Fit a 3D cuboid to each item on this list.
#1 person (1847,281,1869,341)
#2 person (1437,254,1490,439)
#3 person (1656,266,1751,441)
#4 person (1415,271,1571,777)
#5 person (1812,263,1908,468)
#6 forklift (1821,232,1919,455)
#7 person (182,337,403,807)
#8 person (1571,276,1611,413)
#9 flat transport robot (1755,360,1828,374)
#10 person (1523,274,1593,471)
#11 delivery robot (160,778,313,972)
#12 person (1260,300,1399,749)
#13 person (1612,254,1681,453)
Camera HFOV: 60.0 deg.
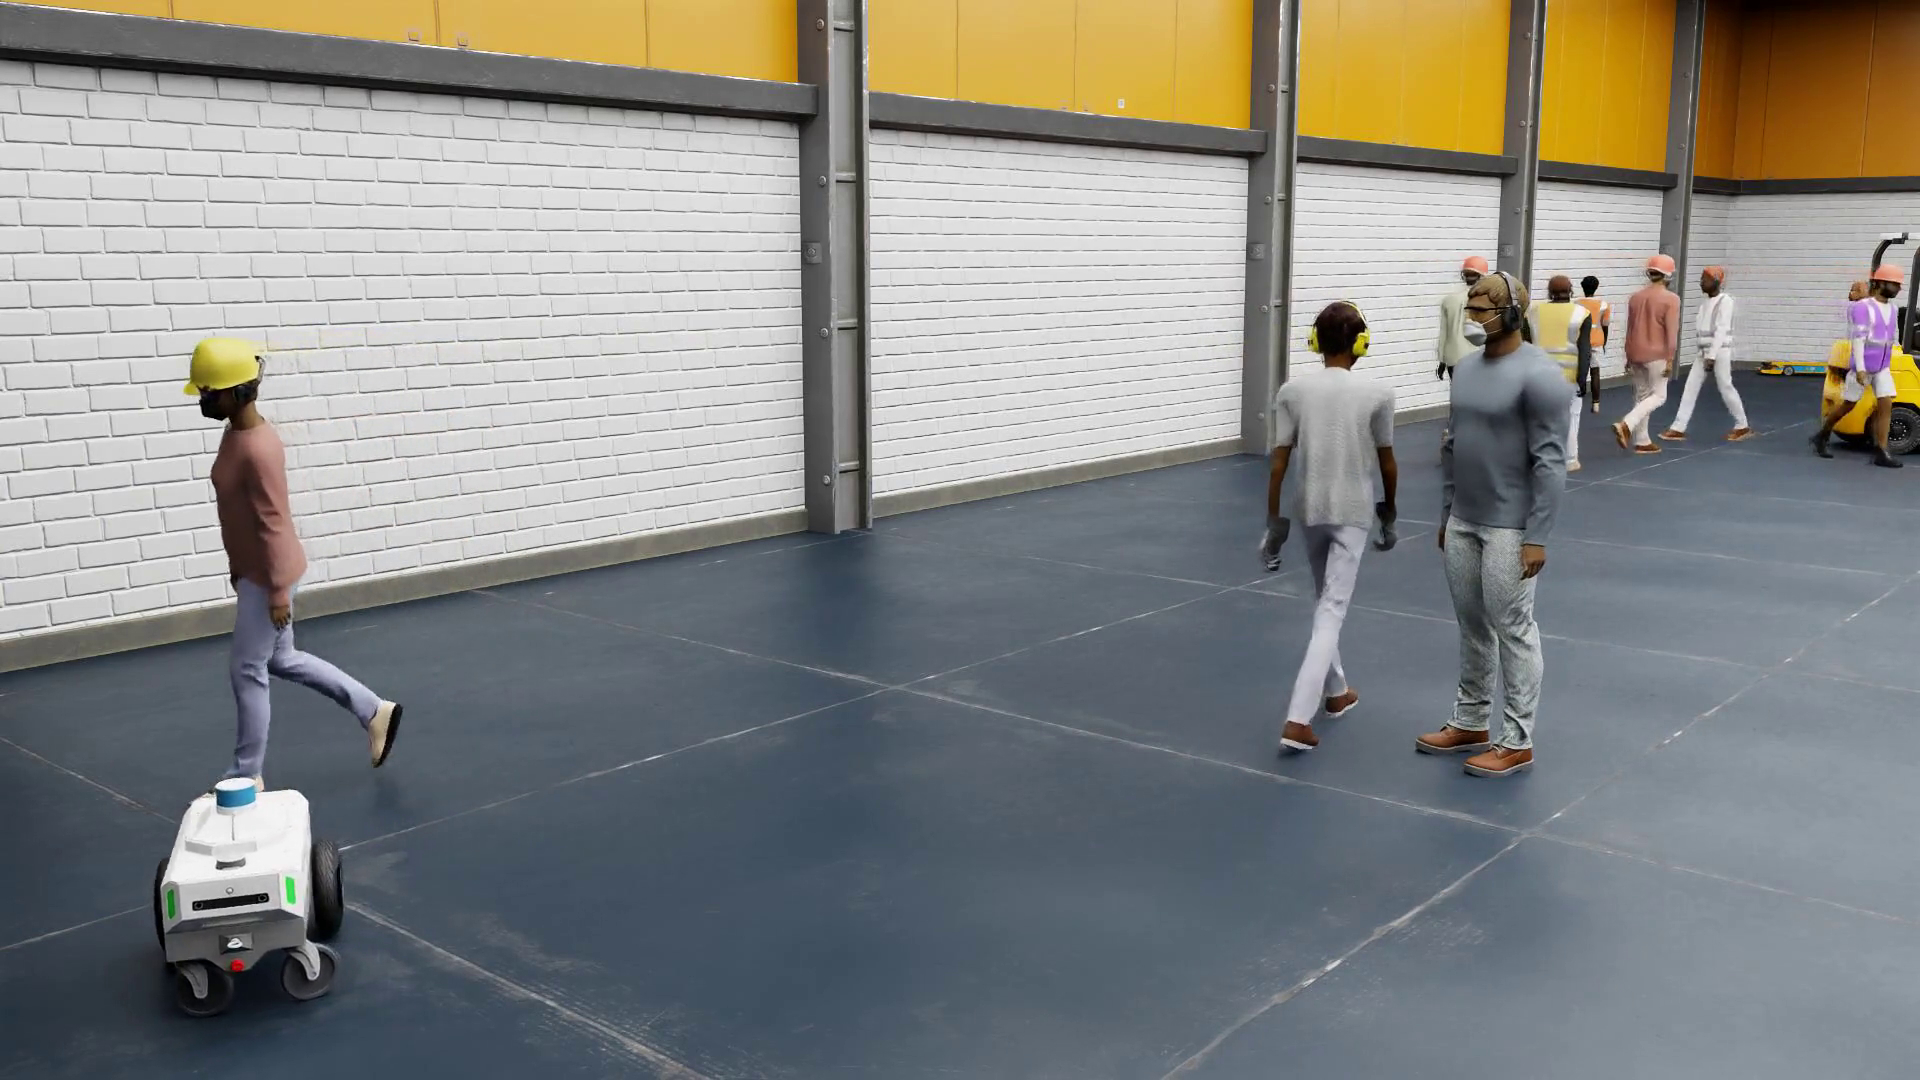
[{"bbox_3d":[10.751,-2.277,19.926,0.501,1.633,0.286,-7,12,-36],"label":"person"},{"bbox_3d":[4.764,-1.701,15.712,0.743,1.975,0.625,-10,14,-44],"label":"person"},{"bbox_3d":[7.910,-1.941,17.449,0.977,1.844,0.594,-1,10,-7],"label":"person"},{"bbox_3d":[2.066,-0.059,6.429,0.355,1.938,0.634,-3,10,-18],"label":"person"},{"bbox_3d":[8.541,-1.660,15.690,0.556,1.895,0.970,-3,10,-15],"label":"person"},{"bbox_3d":[9.955,-1.972,16.595,2.313,2.155,1.214,1,10,8],"label":"forklift"},{"bbox_3d":[-2.456,0.113,6.076,0.721,1.726,0.570,-6,12,-31],"label":"person"},{"bbox_3d":[7.739,-2.411,20.541,0.529,1.690,0.321,2,10,13],"label":"person"},{"bbox_3d":[13.548,-2.765,26.581,1.431,0.197,0.652,3,10,17],"label":"flat transport robot"},{"bbox_3d":[5.337,-1.483,14.961,0.623,1.803,0.922,8,13,37],"label":"person"},{"bbox_3d":[-1.993,0.905,4.612,0.477,0.478,0.707,-4,11,-19],"label":"delivery robot"},{"bbox_3d":[1.529,-0.072,6.879,0.481,1.820,0.955,7,12,36],"label":"person"},{"bbox_3d":[6.687,-1.799,16.261,0.688,1.976,0.633,-5,11,-25],"label":"person"}]
